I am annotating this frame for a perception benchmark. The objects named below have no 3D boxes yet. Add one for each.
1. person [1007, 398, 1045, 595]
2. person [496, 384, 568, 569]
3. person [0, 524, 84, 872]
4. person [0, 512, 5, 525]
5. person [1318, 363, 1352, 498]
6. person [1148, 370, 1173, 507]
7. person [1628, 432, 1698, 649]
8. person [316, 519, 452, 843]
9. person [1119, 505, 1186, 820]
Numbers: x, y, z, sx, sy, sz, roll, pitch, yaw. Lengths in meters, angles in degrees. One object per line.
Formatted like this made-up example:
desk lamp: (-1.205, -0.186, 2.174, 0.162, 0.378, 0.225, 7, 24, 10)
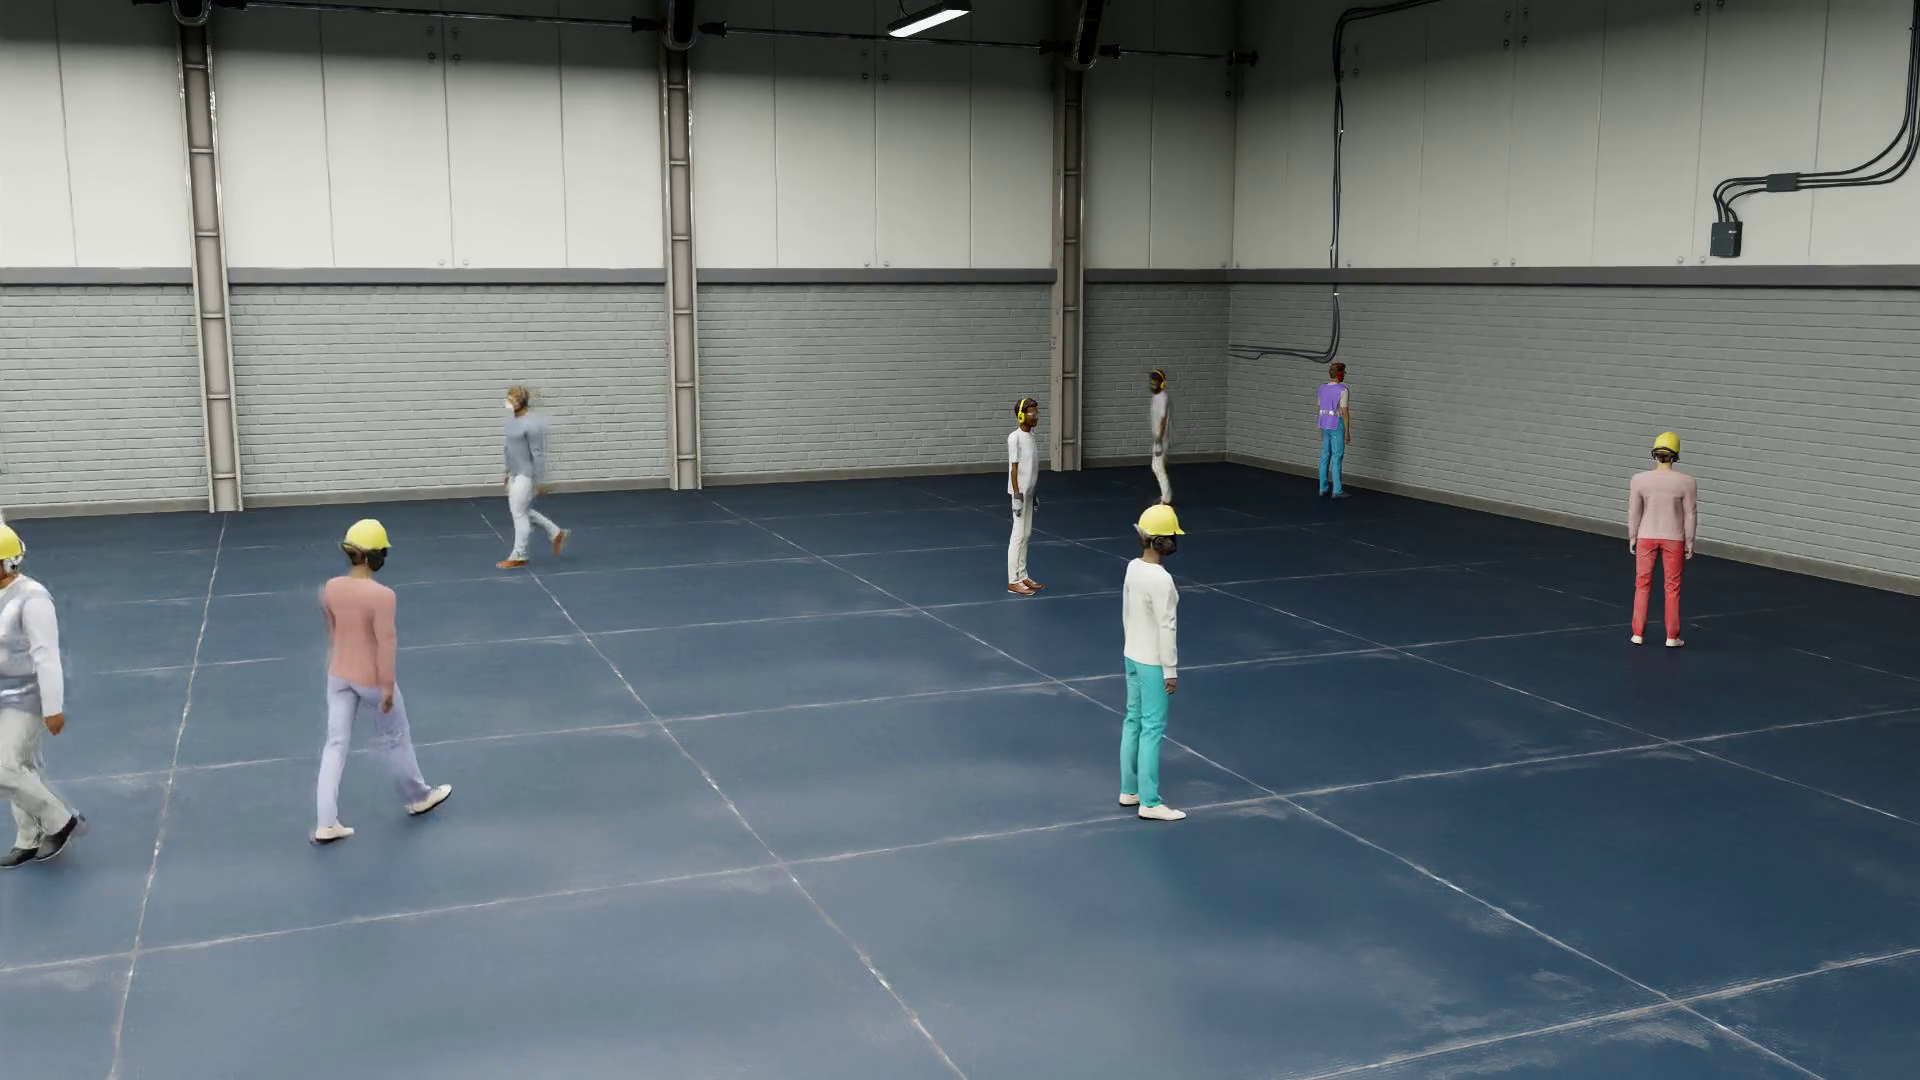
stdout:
person: (0.630, -0.423, 15.909, 0.329, 1.872, 0.509, 4, 10, 21)
person: (-4.473, -0.667, 17.300, 0.762, 1.924, 0.636, -7, 11, -37)
person: (-4.805, 0.796, 8.422, 0.609, 1.811, 0.423, 7, 11, 38)
person: (-10.891, -0.746, 18.201, 0.815, 1.789, 0.696, -6, 11, -33)
person: (5.095, -1.491, 22.698, 0.390, 1.843, 0.565, -5, 10, -30)
person: (2.585, -1.285, 21.487, 0.455, 1.819, 0.634, -1, 9, -5)
person: (5.718, 0.003, 13.562, 0.523, 1.769, 0.309, 5, 10, 30)
person: (-3.219, 0.741, 9.067, 0.535, 1.717, 0.896, 4, 10, 24)
person: (1.091, 0.678, 9.321, 0.319, 1.767, 0.537, -3, 9, -17)
